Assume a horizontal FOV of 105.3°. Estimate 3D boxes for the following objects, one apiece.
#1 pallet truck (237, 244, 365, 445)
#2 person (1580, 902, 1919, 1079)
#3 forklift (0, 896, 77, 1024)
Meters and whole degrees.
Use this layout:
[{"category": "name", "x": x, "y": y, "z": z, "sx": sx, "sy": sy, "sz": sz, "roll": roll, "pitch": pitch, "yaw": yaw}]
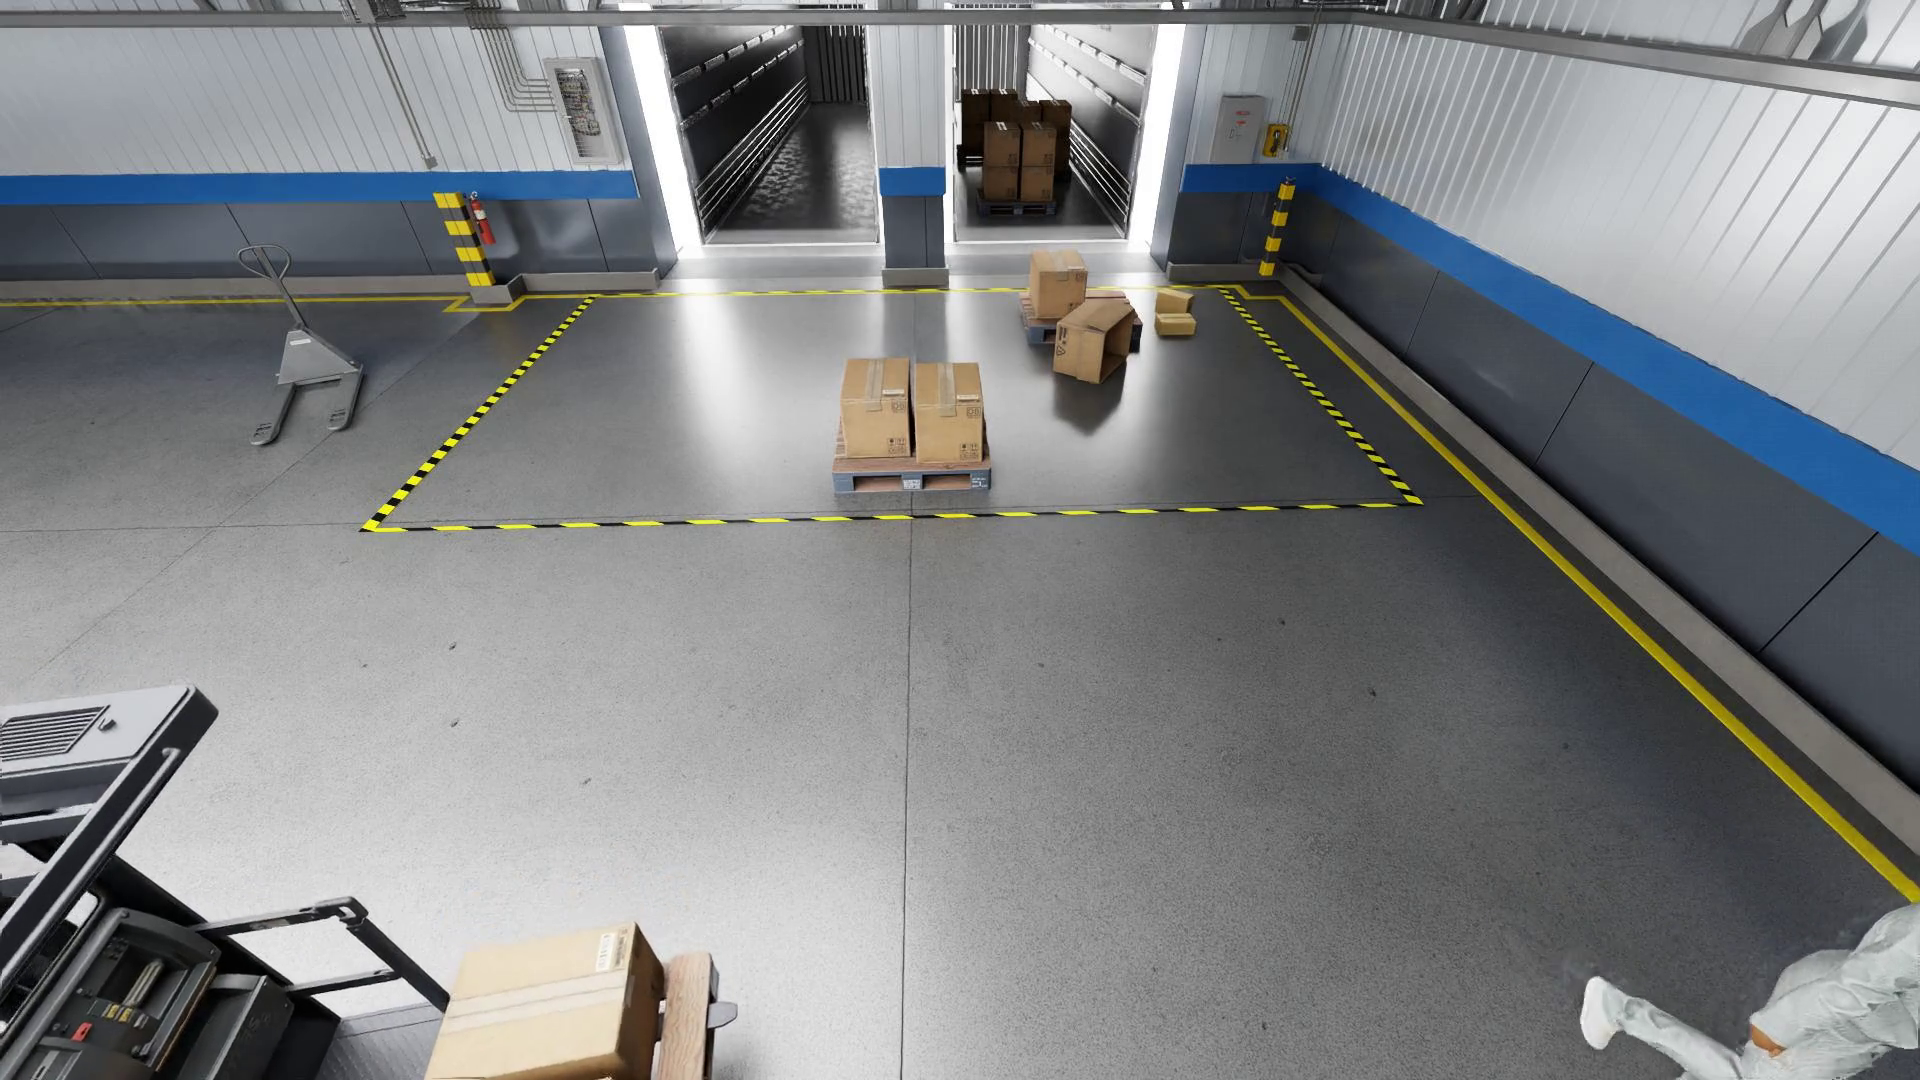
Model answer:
[{"category": "pallet truck", "x": -5.915, "y": -1.733, "z": 6.366, "sx": 0.680, "sy": 1.201, "sz": 1.601, "roll": -18, "pitch": 42, "yaw": -21}, {"category": "person", "x": 2.497, "y": 1.313, "z": 2.139, "sx": 0.487, "sy": 1.727, "sz": 0.583, "roll": -11, "pitch": 40, "yaw": -13}, {"category": "forklift", "x": -2.330, "y": 1.464, "z": 1.692, "sx": 0.776, "sy": 2.013, "sz": 0.716, "roll": -6, "pitch": 39, "yaw": -8}]
